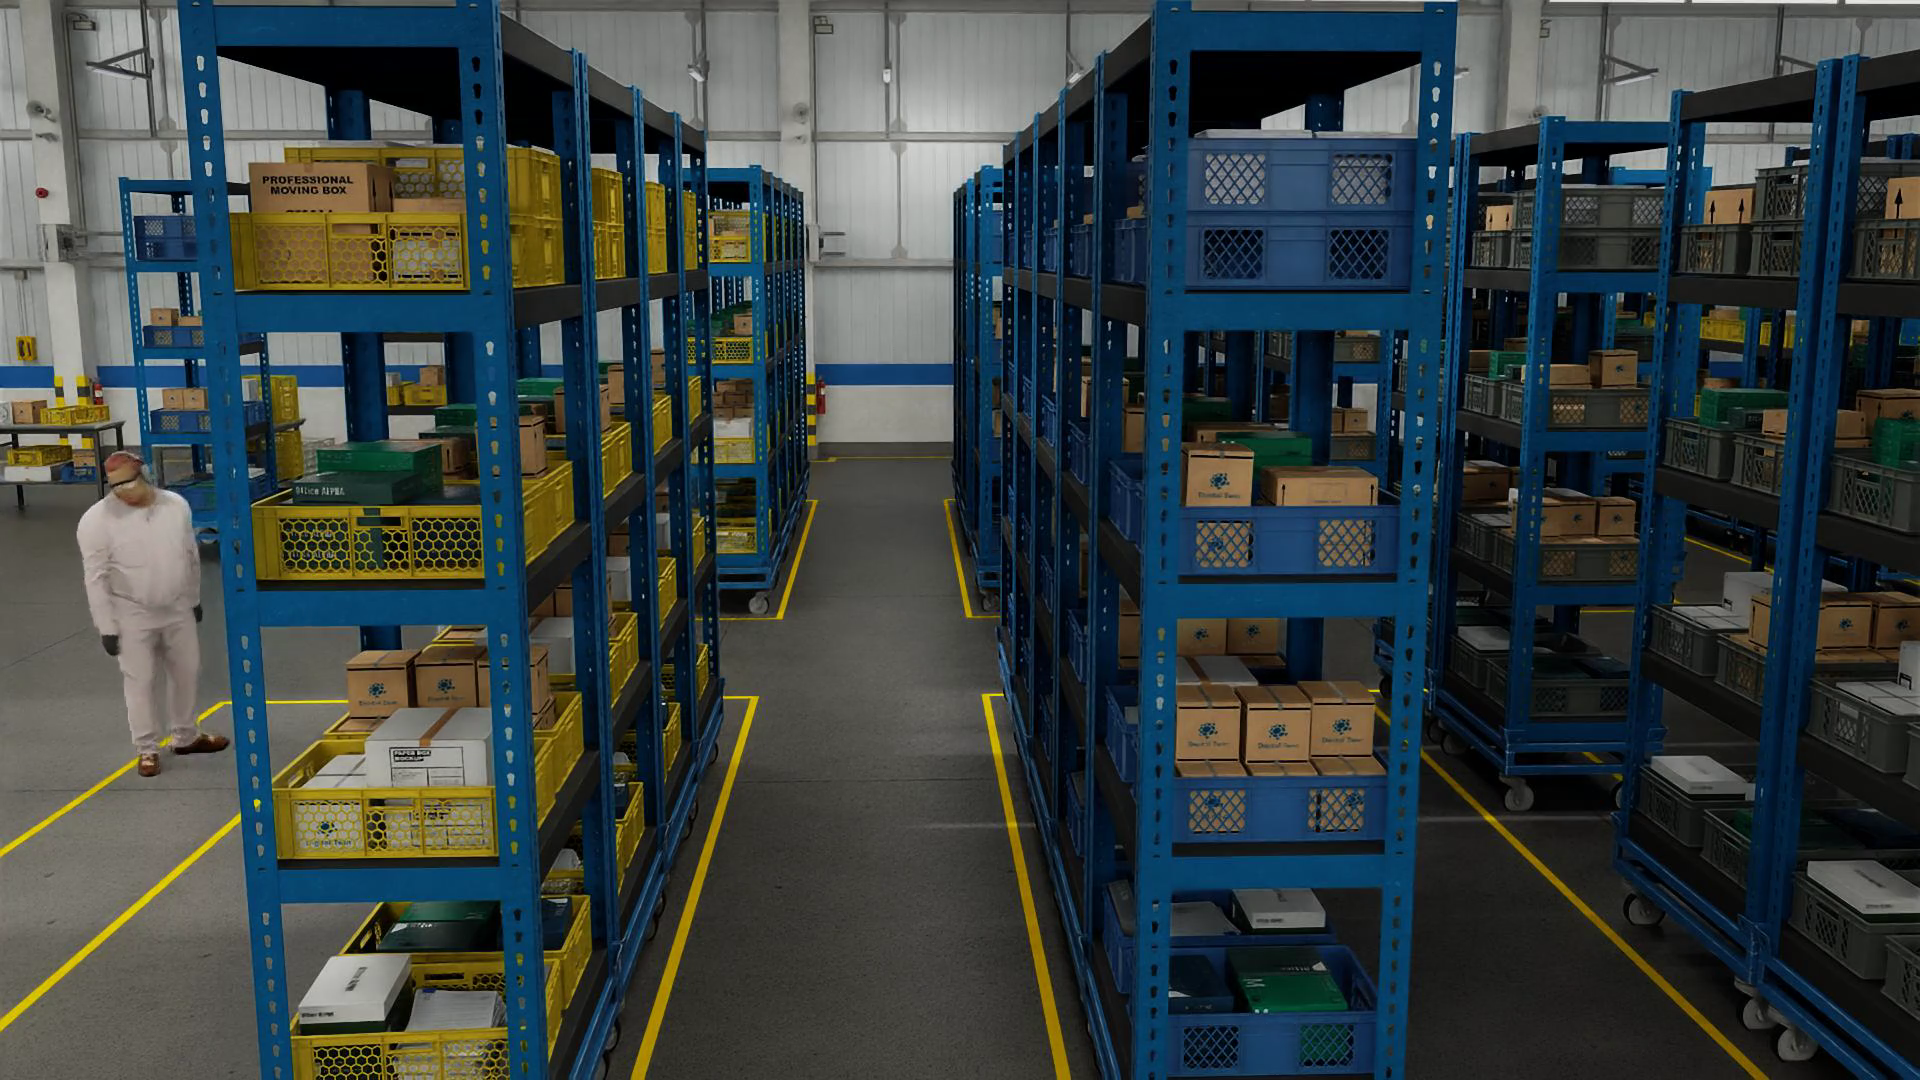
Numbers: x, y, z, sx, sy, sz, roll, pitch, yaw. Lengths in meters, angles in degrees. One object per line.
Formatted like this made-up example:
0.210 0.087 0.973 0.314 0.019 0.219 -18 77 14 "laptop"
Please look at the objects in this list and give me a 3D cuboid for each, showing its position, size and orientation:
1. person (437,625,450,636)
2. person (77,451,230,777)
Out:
-3.266 0.021 11.334 1.022 1.950 0.631 -4 11 -21 "person"
-4.553 0.406 9.381 0.443 1.866 0.728 7 12 33 "person"
